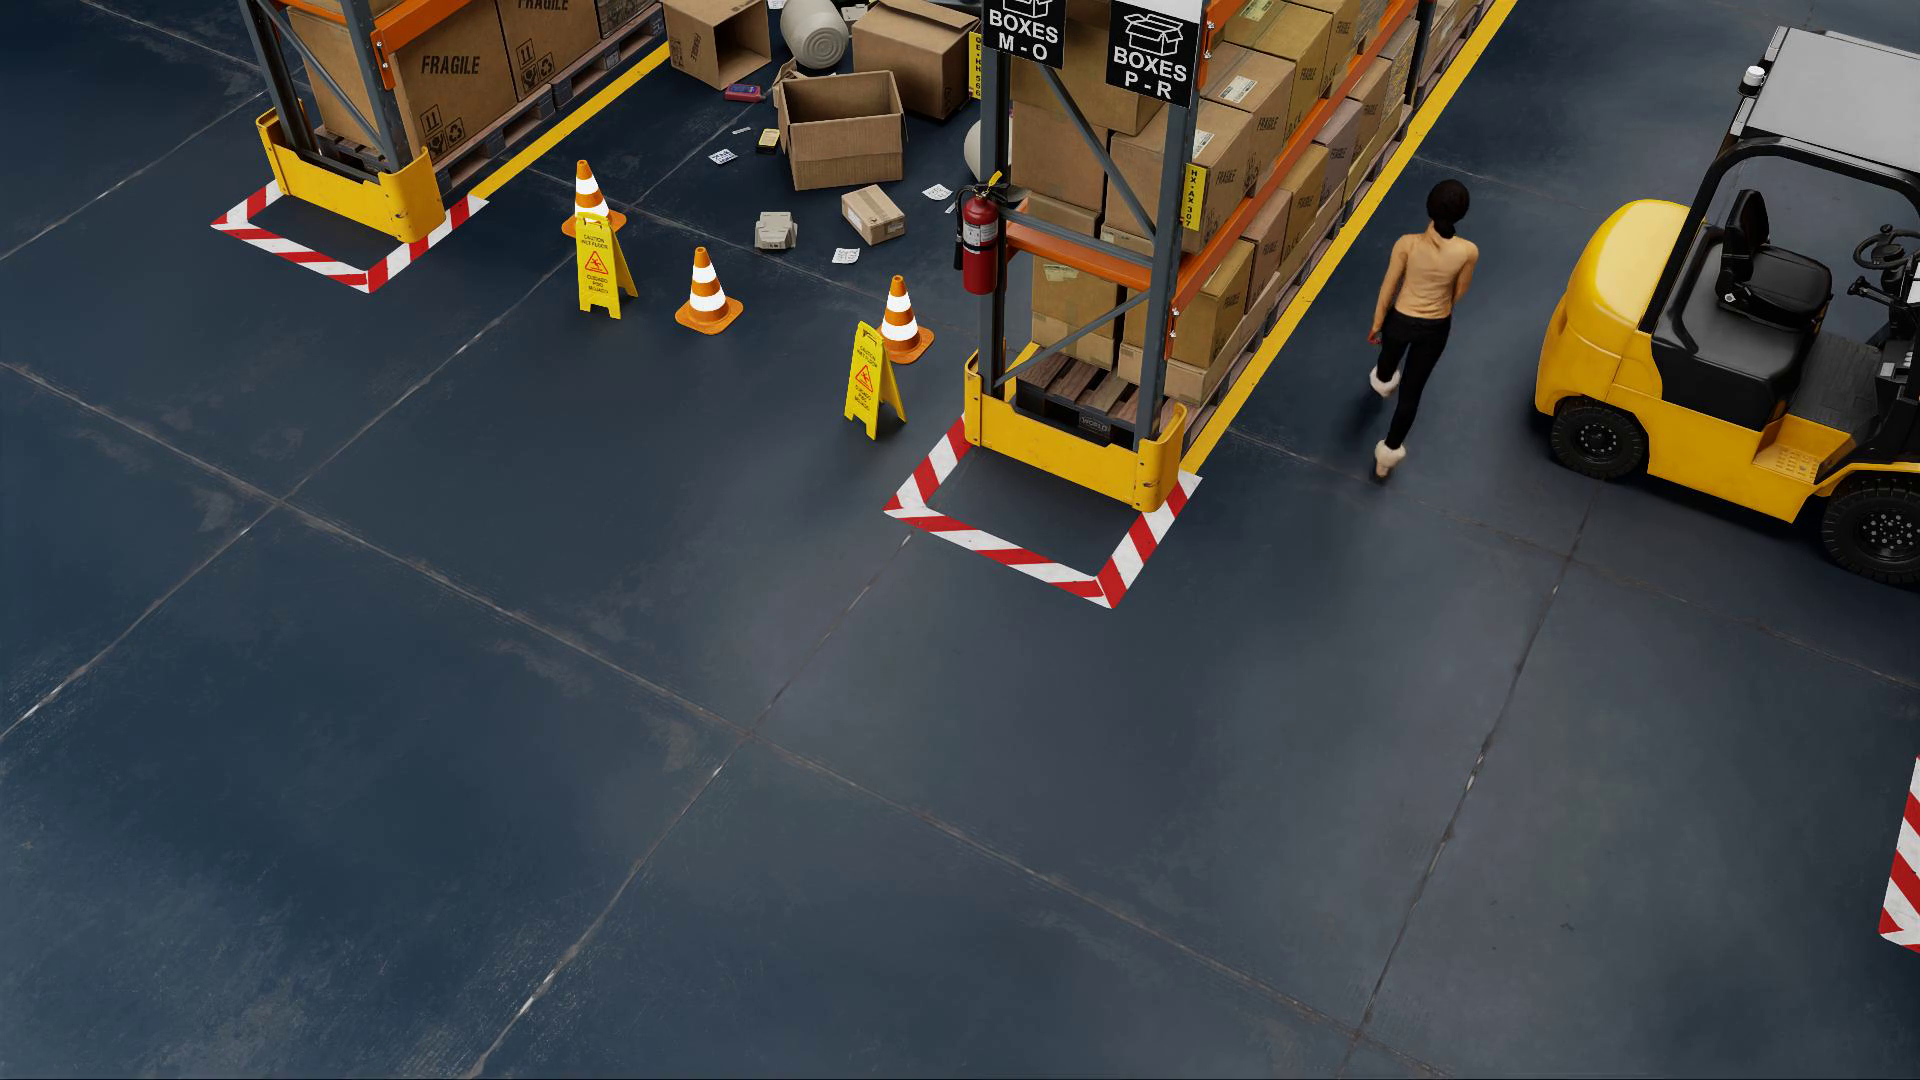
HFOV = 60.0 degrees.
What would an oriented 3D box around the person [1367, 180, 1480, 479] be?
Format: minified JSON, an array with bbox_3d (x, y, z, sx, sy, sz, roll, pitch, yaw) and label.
[{"bbox_3d":[2.310,-1.022,8.415,0.742,1.616,1.149,11,48,10],"label":"person"}]
